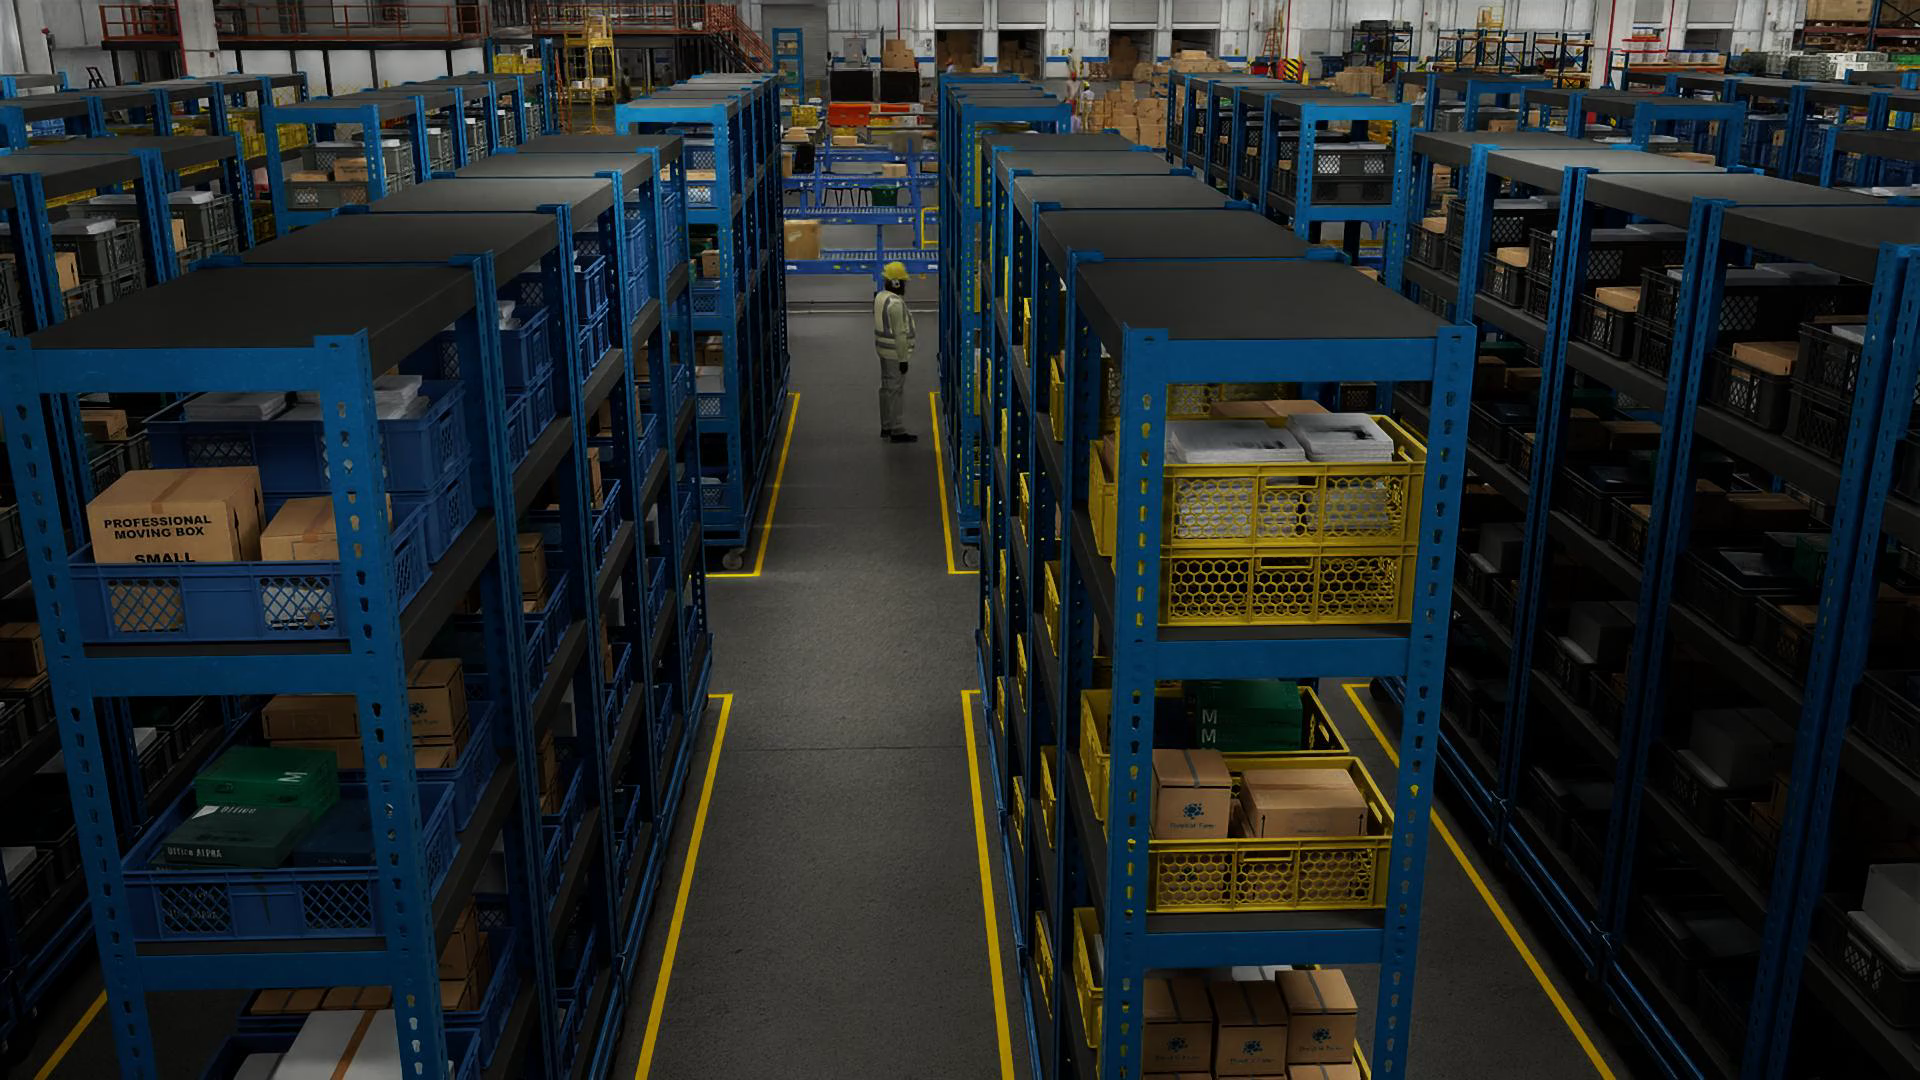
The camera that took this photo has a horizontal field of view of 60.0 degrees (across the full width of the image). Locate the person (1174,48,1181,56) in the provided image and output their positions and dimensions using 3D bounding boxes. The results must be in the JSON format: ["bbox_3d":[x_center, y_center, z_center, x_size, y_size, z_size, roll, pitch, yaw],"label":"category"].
[{"bbox_3d":[12.392,-26.931,94.266,0.429,1.843,0.633,-8,20,-23],"label":"person"}]

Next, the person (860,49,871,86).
[{"bbox_3d":[-5.079,-25.307,89.067,0.608,1.946,0.406,9,20,27],"label":"person"}]

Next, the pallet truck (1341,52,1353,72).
[{"bbox_3d":[18.794,-23.123,82.231,0.823,1.965,1.885,-13,22,-35],"label":"pallet truck"}]

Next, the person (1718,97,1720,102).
[{"bbox_3d":[21.742,-11.838,47.698,0.527,1.761,0.328,-17,24,-42],"label":"person"}]

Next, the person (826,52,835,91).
[{"bbox_3d":[-6.571,-23.770,84.376,0.384,1.913,0.593,-16,24,-40],"label":"person"}]

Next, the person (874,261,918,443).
[{"bbox_3d":[-0.652,-1.901,16.819,0.404,1.836,0.590,-7,19,-22],"label":"person"}]

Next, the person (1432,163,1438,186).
[{"bbox_3d":[10.886,-8.925,38.515,0.654,1.865,0.956,3,18,10],"label":"person"}]

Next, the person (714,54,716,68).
[{"bbox_3d":[-14.034,-26.832,94.013,0.741,1.812,0.647,14,22,36],"label":"person"}]

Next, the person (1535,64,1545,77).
[{"bbox_3d":[24.092,-18.863,69.279,0.511,1.860,0.325,-9,20,-27],"label":"person"}]

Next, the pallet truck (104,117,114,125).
[{"bbox_3d":[-18.367,-7.885,35.078,1.885,1.965,0.823,1,18,2],"label":"pallet truck"}]

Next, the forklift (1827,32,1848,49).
[{"bbox_3d":[46.023,-25.321,87.619,1.129,2.768,1.873,-1,18,-2],"label":"forklift"}]

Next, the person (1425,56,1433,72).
[{"bbox_3d":[22.246,-22.044,79.078,0.352,1.883,0.579,11,21,30],"label":"person"}]

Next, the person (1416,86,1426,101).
[{"bbox_3d":[15.643,-14.581,56.372,0.309,1.640,0.514,-13,22,-36],"label":"person"}]

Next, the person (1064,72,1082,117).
[{"bbox_3d":[4.134,-15.727,59.430,0.679,1.936,0.840,-9,20,-26],"label":"person"}]

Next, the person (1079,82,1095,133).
[{"bbox_3d":[4.139,-14.087,54.538,0.591,1.829,0.404,-14,23,-37],"label":"person"}]

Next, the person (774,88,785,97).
[{"bbox_3d":[-7.002,-17.056,63.720,0.571,1.846,0.951,-6,19,-19],"label":"person"}]

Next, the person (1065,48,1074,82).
[{"bbox_3d":[6.118,-26.701,93.558,0.747,1.846,0.535,9,20,26],"label":"person"}]

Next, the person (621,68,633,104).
[{"bbox_3d":[-13.197,-17.694,65.704,0.514,1.830,0.554,15,23,39],"label":"person"}]

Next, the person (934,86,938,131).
[{"bbox_3d":[-0.700,-14.290,55.360,0.875,1.696,0.513,4,18,14],"label":"person"}]

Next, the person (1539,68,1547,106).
[{"bbox_3d":[21.894,-16.827,62.822,0.647,1.943,0.555,-3,18,-10],"label":"person"}]

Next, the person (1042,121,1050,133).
[{"bbox_3d":[2.120,-10.042,41.885,0.554,1.911,0.585,11,21,30],"label":"person"}]

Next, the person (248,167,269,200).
[{"bbox_3d":[-13.615,-6.935,32.508,0.525,1.769,0.310,0,18,-1],"label":"person"}]

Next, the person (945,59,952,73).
[{"bbox_3d":[-0.519,-20.971,75.775,0.381,1.872,0.639,0,18,0],"label":"person"}]

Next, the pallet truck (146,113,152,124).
[{"bbox_3d":[-18.087,-8.309,36.390,1.885,1.965,0.823,-1,18,-4],"label":"pallet truck"}]

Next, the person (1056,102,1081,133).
[{"bbox_3d":[2.657,-9.763,40.922,0.650,1.969,1.092,-2,18,-5],"label":"person"}]

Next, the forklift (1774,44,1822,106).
[{"bbox_3d":[31.285,-16.971,61.781,1.129,2.768,1.873,-1,18,-2],"label":"forklift"}]
